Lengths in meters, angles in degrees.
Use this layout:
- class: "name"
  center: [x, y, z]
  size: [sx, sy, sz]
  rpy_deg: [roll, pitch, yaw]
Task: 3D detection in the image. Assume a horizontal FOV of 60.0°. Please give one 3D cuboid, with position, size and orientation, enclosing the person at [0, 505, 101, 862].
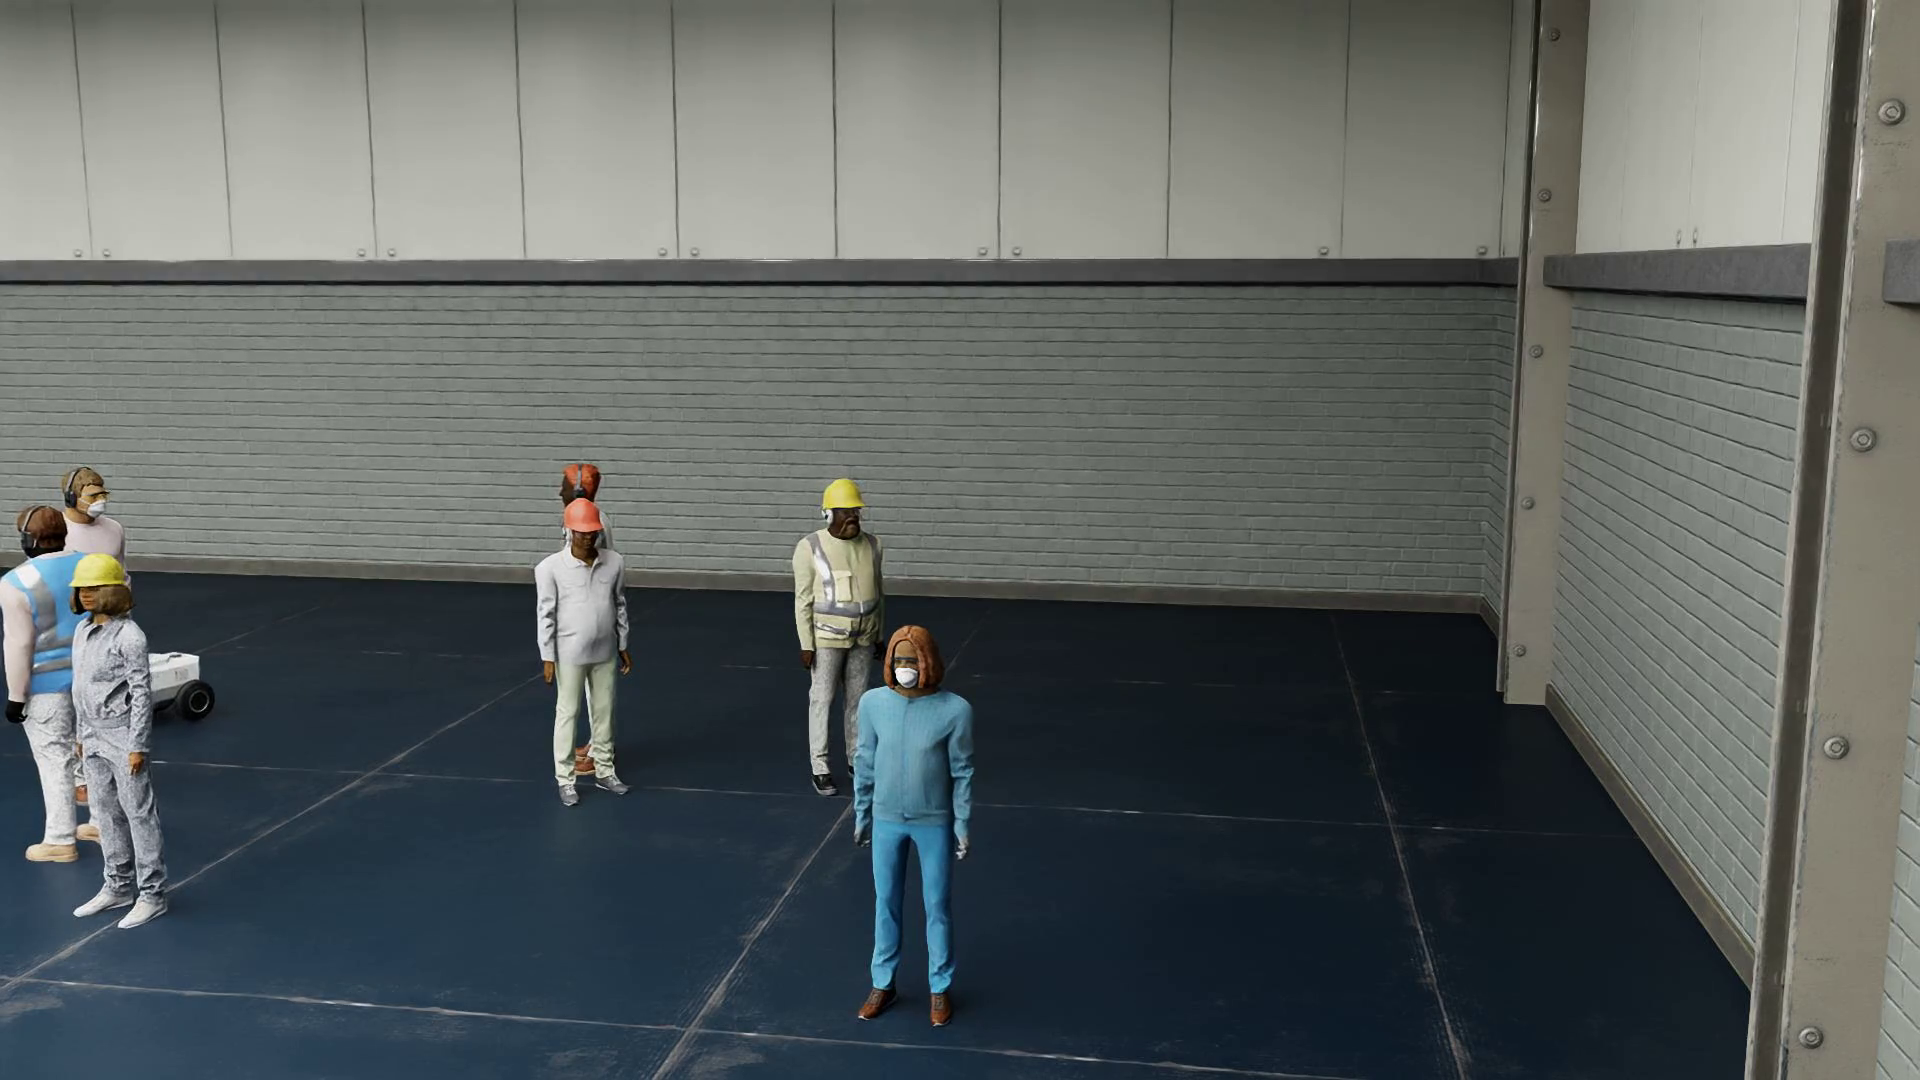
- class: "person"
  center: [-4.660, 0.734, 8.581]
  size: [0.430, 1.843, 0.625]
  rpy_deg: [3, 10, 20]

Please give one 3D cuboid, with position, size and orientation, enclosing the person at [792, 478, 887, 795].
- class: "person"
  center: [-0.680, 0.554, 9.704]
  size: [0.590, 1.837, 0.404]
  rpy_deg: [-7, 11, -35]

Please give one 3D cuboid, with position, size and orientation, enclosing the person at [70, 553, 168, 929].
- class: "person"
  center: [-3.940, 0.922, 7.719]
  size: [0.488, 1.746, 0.284]
  rpy_deg: [5, 11, 29]

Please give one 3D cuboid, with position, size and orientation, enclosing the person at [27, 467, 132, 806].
- class: "person"
  center: [-4.985, 0.541, 9.512]
  size: [0.375, 1.933, 0.625]
  rpy_deg: [3, 10, 18]

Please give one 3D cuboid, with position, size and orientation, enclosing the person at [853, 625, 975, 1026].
- class: "person"
  center: [-0.190, 1.142, 6.701]
  size: [0.498, 1.634, 0.280]
  rpy_deg: [2, 9, 13]

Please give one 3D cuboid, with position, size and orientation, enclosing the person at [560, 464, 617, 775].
- class: "person"
  center: [-2.243, 0.475, 10.052]
  size: [0.353, 1.883, 0.573]
  rpy_deg: [-1, 9, -6]

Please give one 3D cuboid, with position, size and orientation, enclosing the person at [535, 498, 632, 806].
- class: "person"
  center: [-2.135, 0.625, 9.524]
  size: [0.573, 1.750, 0.332]
  rpy_deg: [-8, 12, -40]
